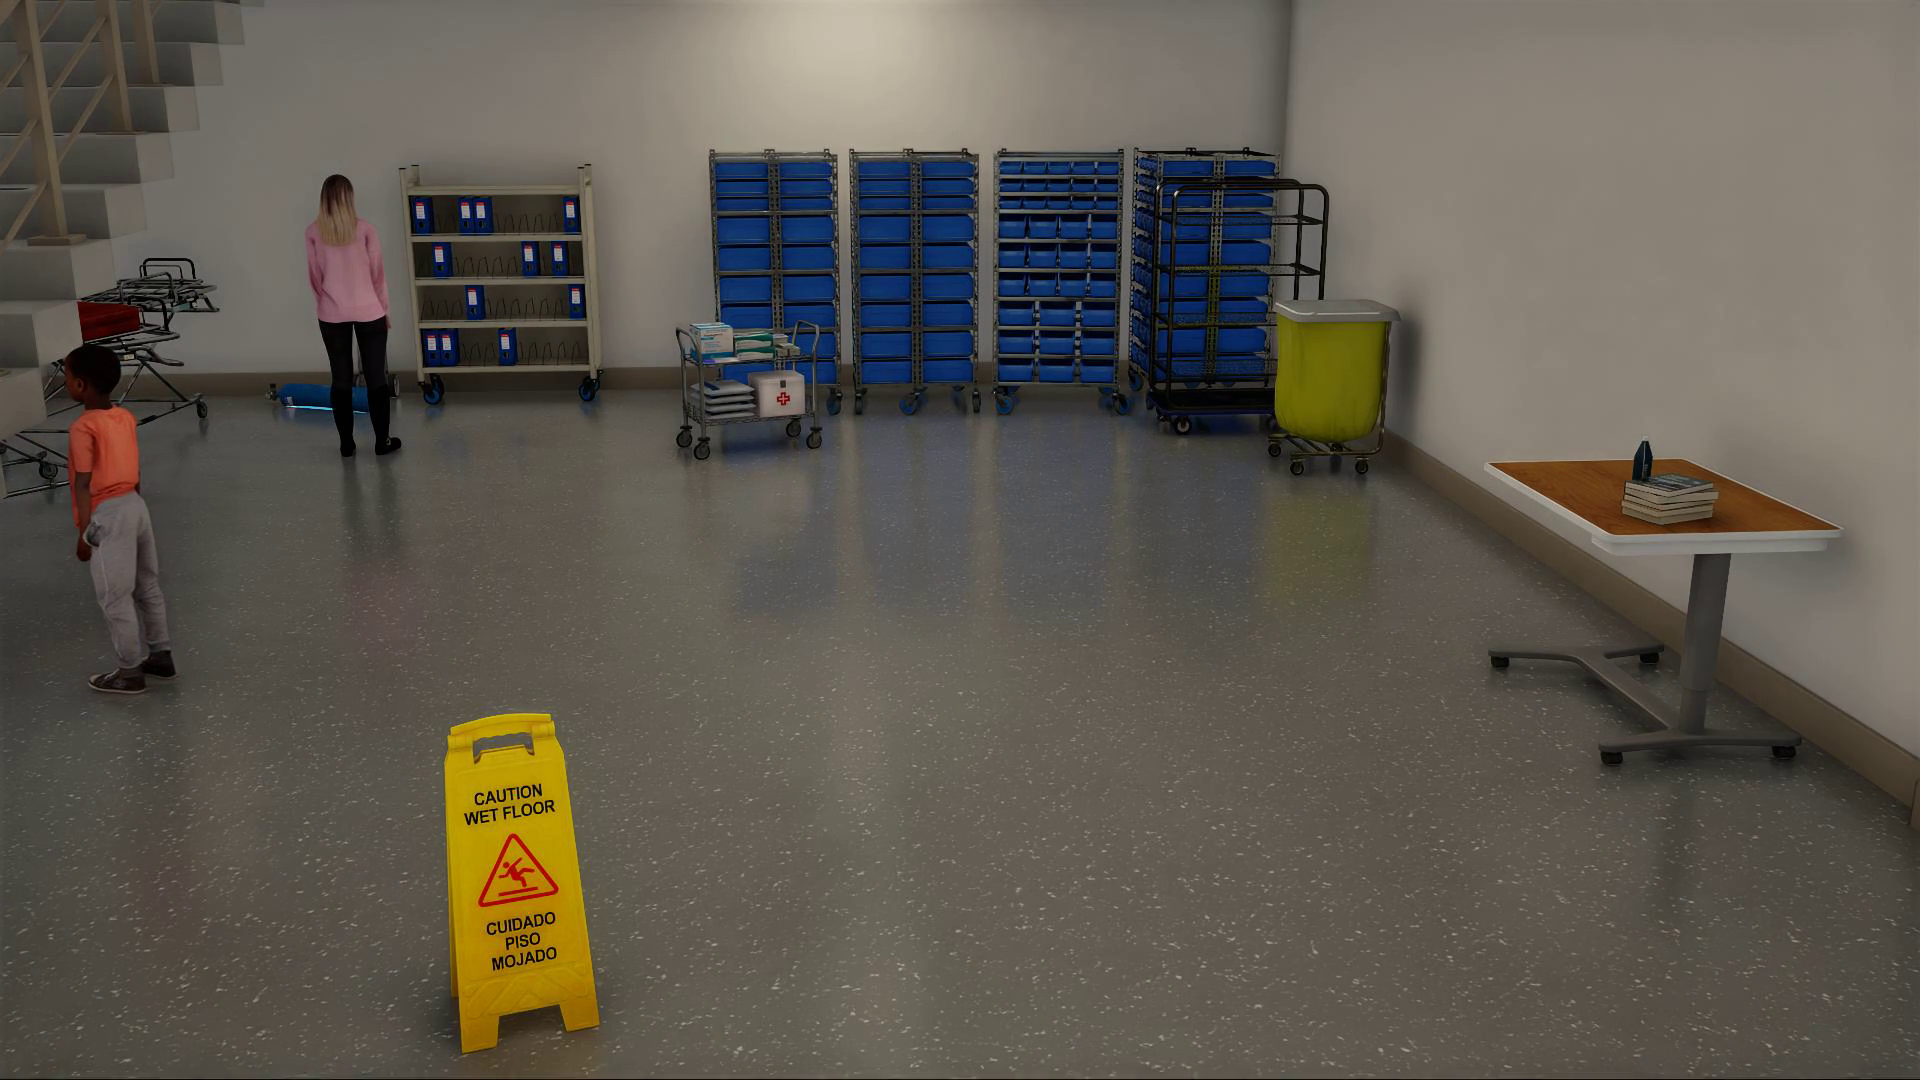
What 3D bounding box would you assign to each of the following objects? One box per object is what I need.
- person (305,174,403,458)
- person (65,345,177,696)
[{"bbox_3d":[-3.672,-1.352,10.036,0.595,1.688,0.535,-2,16,-7],"label":"person"},{"bbox_3d":[-3.149,-0.078,6.214,0.581,1.310,0.477,3,16,10],"label":"person"}]
